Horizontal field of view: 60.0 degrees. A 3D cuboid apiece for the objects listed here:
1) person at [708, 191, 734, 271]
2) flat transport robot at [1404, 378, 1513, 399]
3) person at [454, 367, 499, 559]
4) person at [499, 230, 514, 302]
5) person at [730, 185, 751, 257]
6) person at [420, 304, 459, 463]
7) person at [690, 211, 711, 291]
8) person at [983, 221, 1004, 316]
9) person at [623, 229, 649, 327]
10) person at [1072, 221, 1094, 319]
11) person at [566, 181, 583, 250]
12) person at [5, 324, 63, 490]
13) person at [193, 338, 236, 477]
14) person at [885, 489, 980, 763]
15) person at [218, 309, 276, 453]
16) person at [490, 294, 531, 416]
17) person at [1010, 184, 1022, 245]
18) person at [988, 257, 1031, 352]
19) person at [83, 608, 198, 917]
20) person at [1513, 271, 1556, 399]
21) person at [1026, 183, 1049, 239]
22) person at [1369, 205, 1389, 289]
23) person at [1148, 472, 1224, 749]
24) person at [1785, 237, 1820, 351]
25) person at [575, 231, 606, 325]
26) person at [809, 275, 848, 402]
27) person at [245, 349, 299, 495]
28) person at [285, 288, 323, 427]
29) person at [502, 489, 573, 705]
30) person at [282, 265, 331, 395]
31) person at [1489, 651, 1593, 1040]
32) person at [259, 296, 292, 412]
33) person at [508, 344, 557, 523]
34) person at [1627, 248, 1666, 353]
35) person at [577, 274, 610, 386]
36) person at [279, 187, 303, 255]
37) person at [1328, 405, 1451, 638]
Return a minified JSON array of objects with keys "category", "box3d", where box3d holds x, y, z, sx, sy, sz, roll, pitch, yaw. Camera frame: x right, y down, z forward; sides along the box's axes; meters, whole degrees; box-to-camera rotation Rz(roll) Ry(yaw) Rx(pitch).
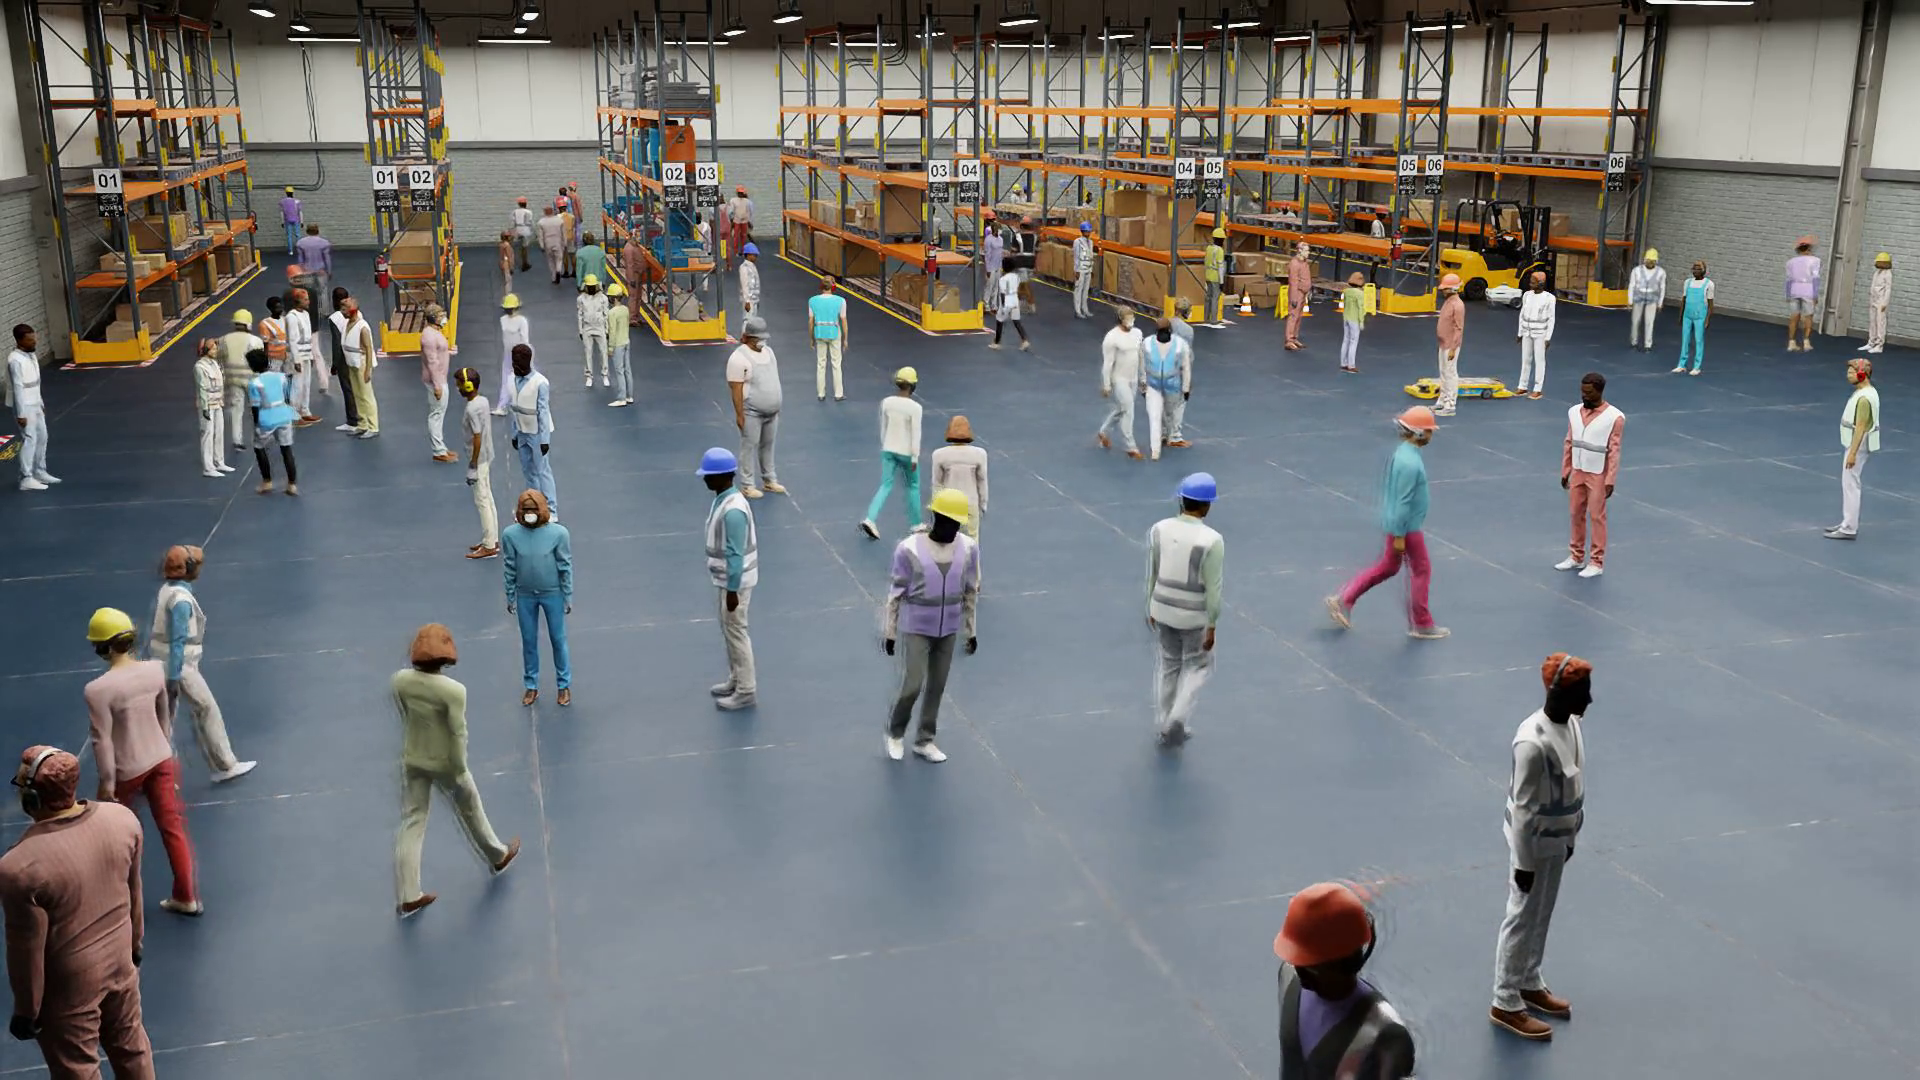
[{"category":"person","box3d":[-6.186,-7.953,42.862,0.676,2.000,0.536,-9,17,-31]},{"category":"flat transport robot","box3d":[7.467,-2.283,24.918,1.431,0.197,0.652,-2,15,-6]},{"category":"person","box3d":[-4.677,-0.747,16.088,0.329,1.865,0.512,-1,15,-5]},{"category":"person","box3d":[-9.650,-5.780,35.460,0.311,1.636,0.523,-9,18,-31]},{"category":"person","box3d":[-6.154,-8.943,46.674,0.610,1.996,0.379,-10,18,-34]},{"category":"person","box3d":[-6.383,-1.916,20.341,0.371,1.941,0.627,-3,15,-12]},{"category":"person","box3d":[-6.050,-6.662,38.401,0.621,1.838,0.429,0,15,-1]},{"category":"person","box3d":[0.695,-5.556,34.066,0.383,1.931,0.630,9,17,31]},{"category":"person","box3d":[-6.324,-5.120,32.489,0.402,1.900,0.645,1,15,5]},{"category":"person","box3d":[2.508,-5.467,33.687,0.386,1.948,0.601,11,18,35]},{"category":"person","box3d":[-11.330,-9.520,48.844,0.612,1.997,0.375,8,17,28]},{"category":"person","box3d":[-10.609,-1.515,18.913,0.406,1.899,0.602,-3,15,-11]},{"category":"person","box3d":[-8.834,-1.566,19.623,0.313,1.633,0.518,0,15,0]},{"category":"person","box3d":[-0.167,0.579,11.051,0.630,1.892,0.487,-7,16,-25]},{"category":"person","box3d":[-9.041,-2.016,21.025,0.597,1.790,0.926,-1,15,-2]},{"category":"person","box3d":[-6.240,-2.606,23.372,0.529,1.707,0.935,8,17,28]},{"category":"person","box3d":[1.706,-9.850,50.402,0.404,1.832,0.598,3,15,11]},{"category":"person","box3d":[0.890,-4.142,29.254,0.866,1.659,0.535,13,20,40]},{"category":"person","box3d":[-4.532,1.203,8.988,0.796,1.733,0.559,6,16,20]},{"category":"person","box3d":[8.518,-3.037,24.665,0.356,1.885,0.573,-10,18,-32]},{"category":"person","box3d":[2.342,-10.005,50.882,0.756,1.885,0.626,3,15,11]},{"category":"person","box3d":[9.791,-6.843,38.886,0.364,1.935,0.553,5,16,18]},{"category":"person","box3d":[1.532,0.491,11.294,0.637,1.925,0.501,14,21,43]},{"category":"person","box3d":[14.831,-4.311,29.294,0.525,1.988,0.693,-12,19,-37]},{"category":"person","box3d":[-6.956,-4.856,31.419,0.626,1.933,0.371,-13,20,-40]},{"category":"person","box3d":[-1.930,-2.946,24.395,0.570,1.843,0.373,2,15,9]},{"category":"person","box3d":[-7.751,-1.320,18.621,0.645,1.669,0.567,10,18,33]},{"category":"person","box3d":[-8.948,-2.482,22.617,0.367,1.873,0.593,0,15,1]},{"category":"person","box3d":[-3.076,0.416,12.168,0.500,1.627,0.278,0,15,0]},{"category":"person","box3d":[-9.915,-3.156,25.008,1.038,1.933,0.657,10,18,32]},{"category":"person","box3d":[2.767,1.430,7.882,0.353,1.878,0.574,12,19,39]},{"category":"person","box3d":[-9.515,-2.562,23.250,0.319,1.693,0.537,8,17,28]},{"category":"person","box3d":[-4.462,-1.106,17.361,0.586,1.910,0.396,12,19,38]},{"category":"person","box3d":[12.039,-4.207,29.206,0.602,1.834,0.455,6,16,21]},{"category":"person","box3d":[-5.657,-3.240,25.713,0.484,1.736,0.322,-2,15,-8]},{"category":"person","box3d":[-19.014,-9.078,47.332,0.593,1.917,0.386,-5,16,-19]},{"category":"person","box3d":[3.580,-0.150,13.679,0.937,1.961,0.614,2,15,7]}]
